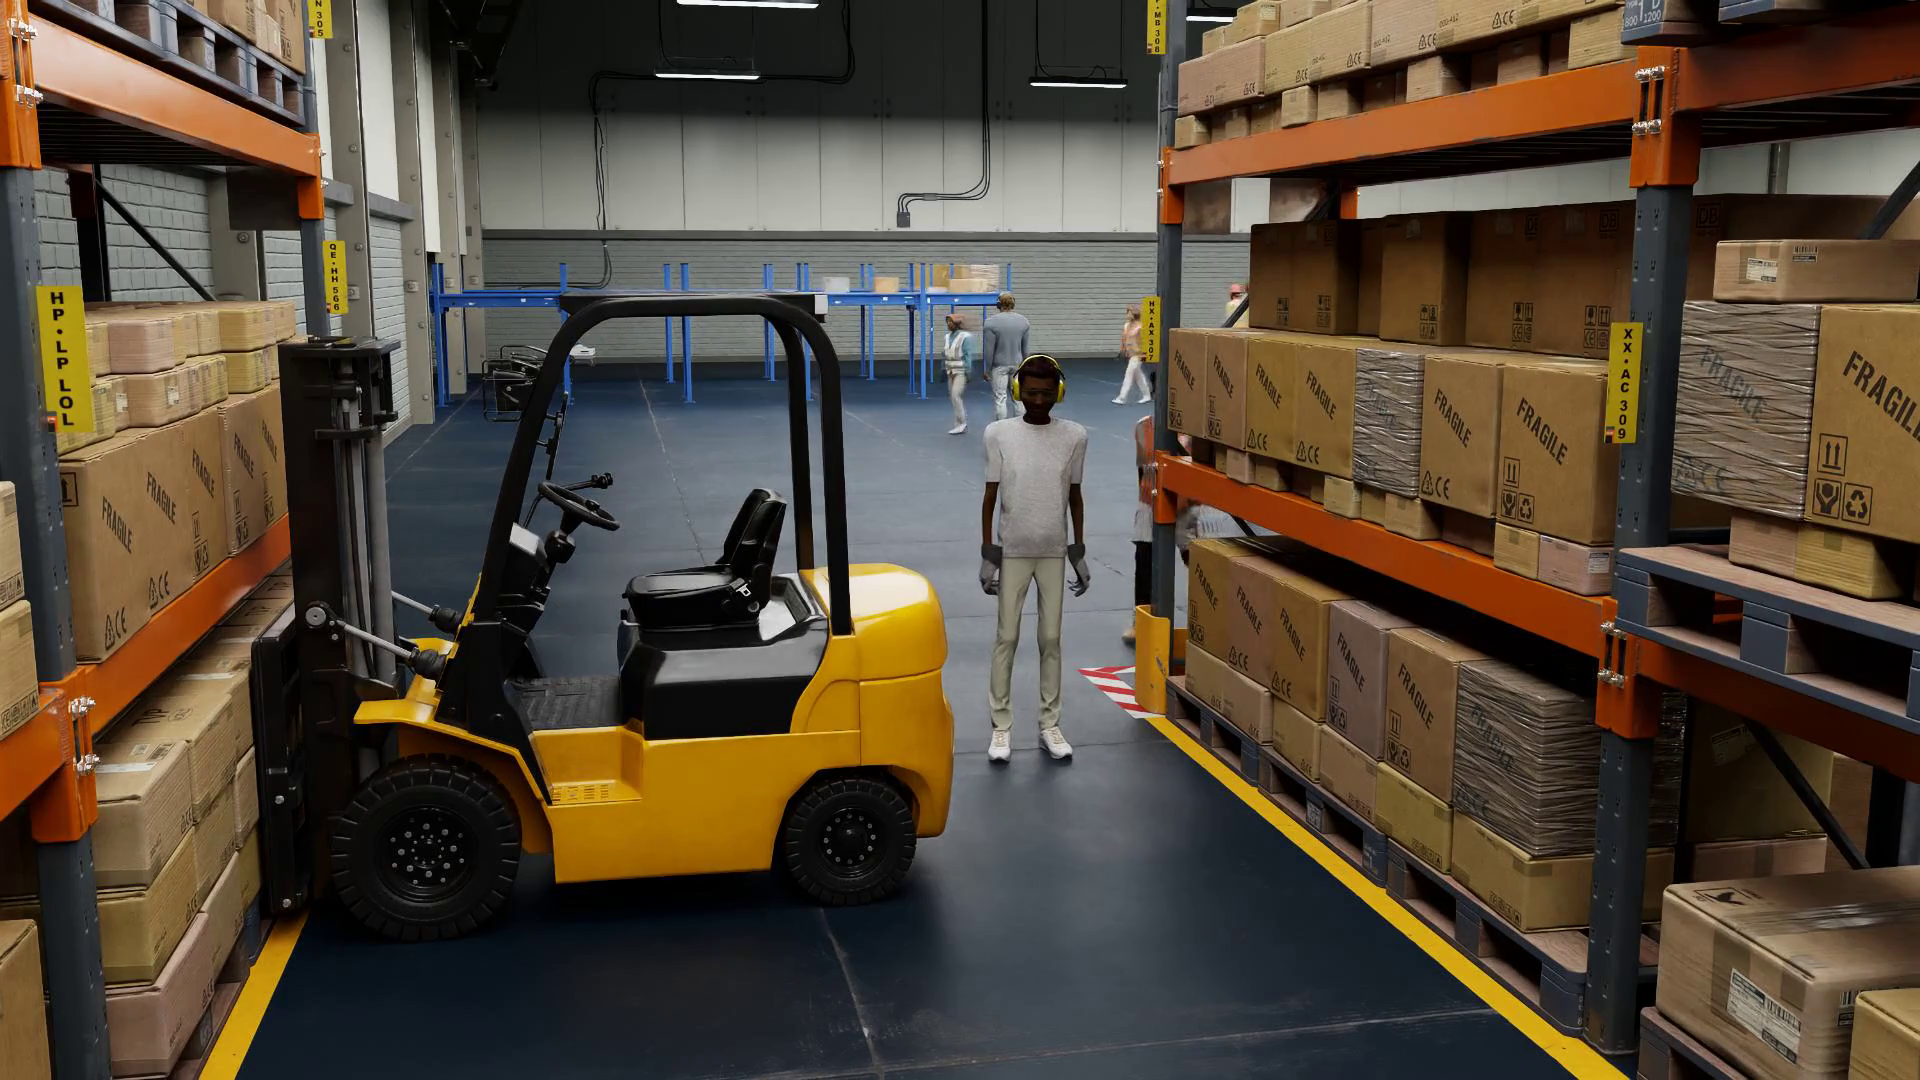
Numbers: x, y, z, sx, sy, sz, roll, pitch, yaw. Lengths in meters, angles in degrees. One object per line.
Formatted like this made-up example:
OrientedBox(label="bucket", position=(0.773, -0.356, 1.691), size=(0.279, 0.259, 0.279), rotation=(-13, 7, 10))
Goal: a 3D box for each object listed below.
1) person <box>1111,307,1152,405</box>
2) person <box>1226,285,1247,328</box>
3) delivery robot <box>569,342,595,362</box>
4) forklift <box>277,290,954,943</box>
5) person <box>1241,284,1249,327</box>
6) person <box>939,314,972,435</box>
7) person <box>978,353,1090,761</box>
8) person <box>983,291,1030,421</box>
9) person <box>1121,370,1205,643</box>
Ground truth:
OrientedBox(label="person", position=(2.846, -3.022, 27.344), size=(0.875, 1.593, 0.515), rotation=(-4, 10, -24))
OrientedBox(label="person", position=(5.661, -4.311, 34.311), size=(0.574, 1.881, 0.999), rotation=(-5, 11, -30))
OrientedBox(label="delivery robot", position=(-8.711, -4.290, 38.060), size=(0.707, 0.478, 0.477), rotation=(-2, 10, -12))
OrientedBox(label="forklift", position=(-1.179, 0.175, 6.143), size=(2.313, 2.155, 1.214), rotation=(-2, 10, -12))
OrientedBox(label="person", position=(6.638, -5.027, 38.646), size=(0.666, 1.886, 0.654), rotation=(4, 10, 23))
OrientedBox(label="person", position=(-0.063, -2.226, 22.379), size=(0.424, 1.623, 0.540), rotation=(-8, 12, -39))
OrientedBox(label="person", position=(0.340, 0.078, 7.612), size=(0.517, 1.865, 0.327), rotation=(-1, 9, -9))
OrientedBox(label="person", position=(0.588, -2.199, 21.260), size=(0.629, 1.940, 0.377), rotation=(-4, 10, -21))
OrientedBox(label="person", position=(1.312, -0.240, 10.154), size=(0.530, 1.662, 0.823), rotation=(6, 11, 34))
